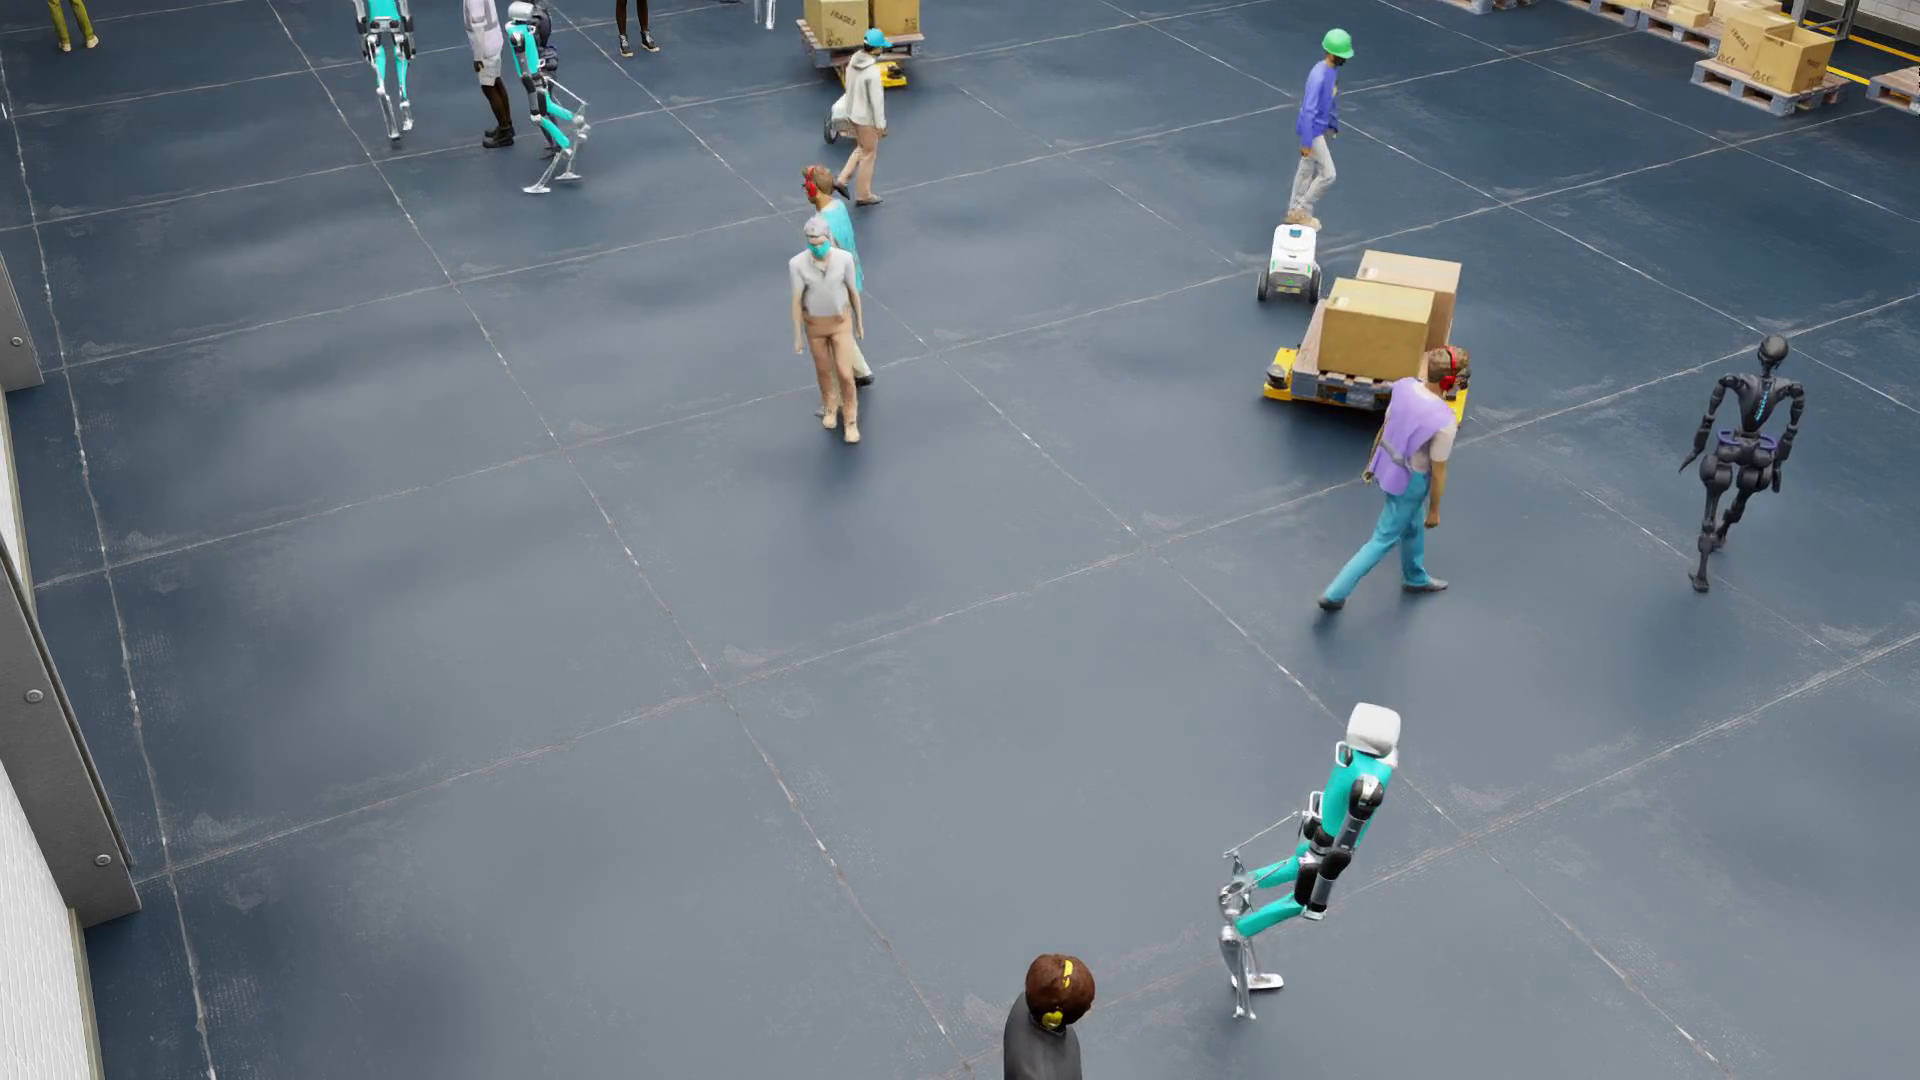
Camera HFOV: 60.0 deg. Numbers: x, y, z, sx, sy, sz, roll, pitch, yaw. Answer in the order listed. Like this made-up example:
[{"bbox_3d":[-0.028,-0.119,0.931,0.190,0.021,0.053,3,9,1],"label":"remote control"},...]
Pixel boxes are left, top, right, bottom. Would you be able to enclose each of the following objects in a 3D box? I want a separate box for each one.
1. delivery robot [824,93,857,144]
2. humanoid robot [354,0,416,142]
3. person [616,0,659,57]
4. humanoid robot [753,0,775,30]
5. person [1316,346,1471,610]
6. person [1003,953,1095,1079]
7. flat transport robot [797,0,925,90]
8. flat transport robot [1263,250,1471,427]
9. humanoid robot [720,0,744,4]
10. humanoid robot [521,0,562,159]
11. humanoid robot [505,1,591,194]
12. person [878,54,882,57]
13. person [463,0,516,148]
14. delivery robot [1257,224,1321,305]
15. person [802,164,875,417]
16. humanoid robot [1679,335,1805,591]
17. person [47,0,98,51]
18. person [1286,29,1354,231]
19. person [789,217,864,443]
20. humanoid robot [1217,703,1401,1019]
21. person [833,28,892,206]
[{"bbox_3d":[-1.020,-4.263,16.534,0.499,0.572,0.747,9,36,13],"label":"delivery robot"},{"bbox_3d":[-5.570,-4.682,16.176,0.531,1.783,1.022,-6,36,-9],"label":"humanoid robot"},{"bbox_3d":[-3.631,-6.343,18.295,0.600,1.966,0.368,-20,39,-26],"label":"person"},{"bbox_3d":[-2.322,-6.734,19.113,0.531,1.852,0.717,8,36,12],"label":"humanoid robot"},{"bbox_3d":[2.604,-0.339,9.884,0.912,1.794,0.601,-7,36,-10],"label":"person"},{"bbox_3d":[0.310,2.212,6.159,0.356,1.874,0.491,-1,35,-1],"label":"person"},{"bbox_3d":[-1.083,-5.277,18.250,0.659,0.231,1.431,-9,36,-13],"label":"flat transport robot"},{"bbox_3d":[3.037,-1.177,12.397,1.431,0.231,0.659,11,37,16],"label":"flat transport robot"},{"bbox_3d":[-2.749,-7.227,19.811,0.371,1.649,0.613,-7,36,-10],"label":"humanoid robot"},{"bbox_3d":[-3.993,-4.509,15.926,0.309,1.653,0.613,-5,35,-6],"label":"humanoid robot"},{"bbox_3d":[-3.687,-4.014,15.181,0.748,1.795,0.559,-5,35,-7],"label":"humanoid robot"},{"bbox_3d":[-1.173,-5.881,17.779,1.088,1.816,0.598,23,41,29],"label":"person"},{"bbox_3d":[-4.624,-4.777,16.097,0.403,1.927,0.551,-4,35,-5],"label":"person"},{"bbox_3d":[2.756,-2.300,13.752,0.524,0.596,0.767,7,36,10],"label":"delivery robot"},{"bbox_3d":[-0.892,-1.778,11.908,0.411,1.817,0.648,0,35,0],"label":"person"},{"bbox_3d":[4.797,-0.531,10.278,0.588,1.626,0.755,8,36,11],"label":"humanoid robot"},{"bbox_3d":[-10.048,-6.359,18.430,0.516,1.836,0.378,-16,38,-21],"label":"person"},{"bbox_3d":[3.118,-3.549,14.426,0.479,1.841,0.592,12,37,17],"label":"person"},{"bbox_3d":[-0.917,-1.480,11.578,0.484,1.708,0.615,-2,35,-3],"label":"person"},{"bbox_3d":[1.435,1.435,7.418,0.812,1.789,0.533,7,36,10],"label":"humanoid robot"},{"bbox_3d":[-0.833,-3.761,14.877,0.491,1.642,0.510,-20,39,-26],"label":"person"}]
